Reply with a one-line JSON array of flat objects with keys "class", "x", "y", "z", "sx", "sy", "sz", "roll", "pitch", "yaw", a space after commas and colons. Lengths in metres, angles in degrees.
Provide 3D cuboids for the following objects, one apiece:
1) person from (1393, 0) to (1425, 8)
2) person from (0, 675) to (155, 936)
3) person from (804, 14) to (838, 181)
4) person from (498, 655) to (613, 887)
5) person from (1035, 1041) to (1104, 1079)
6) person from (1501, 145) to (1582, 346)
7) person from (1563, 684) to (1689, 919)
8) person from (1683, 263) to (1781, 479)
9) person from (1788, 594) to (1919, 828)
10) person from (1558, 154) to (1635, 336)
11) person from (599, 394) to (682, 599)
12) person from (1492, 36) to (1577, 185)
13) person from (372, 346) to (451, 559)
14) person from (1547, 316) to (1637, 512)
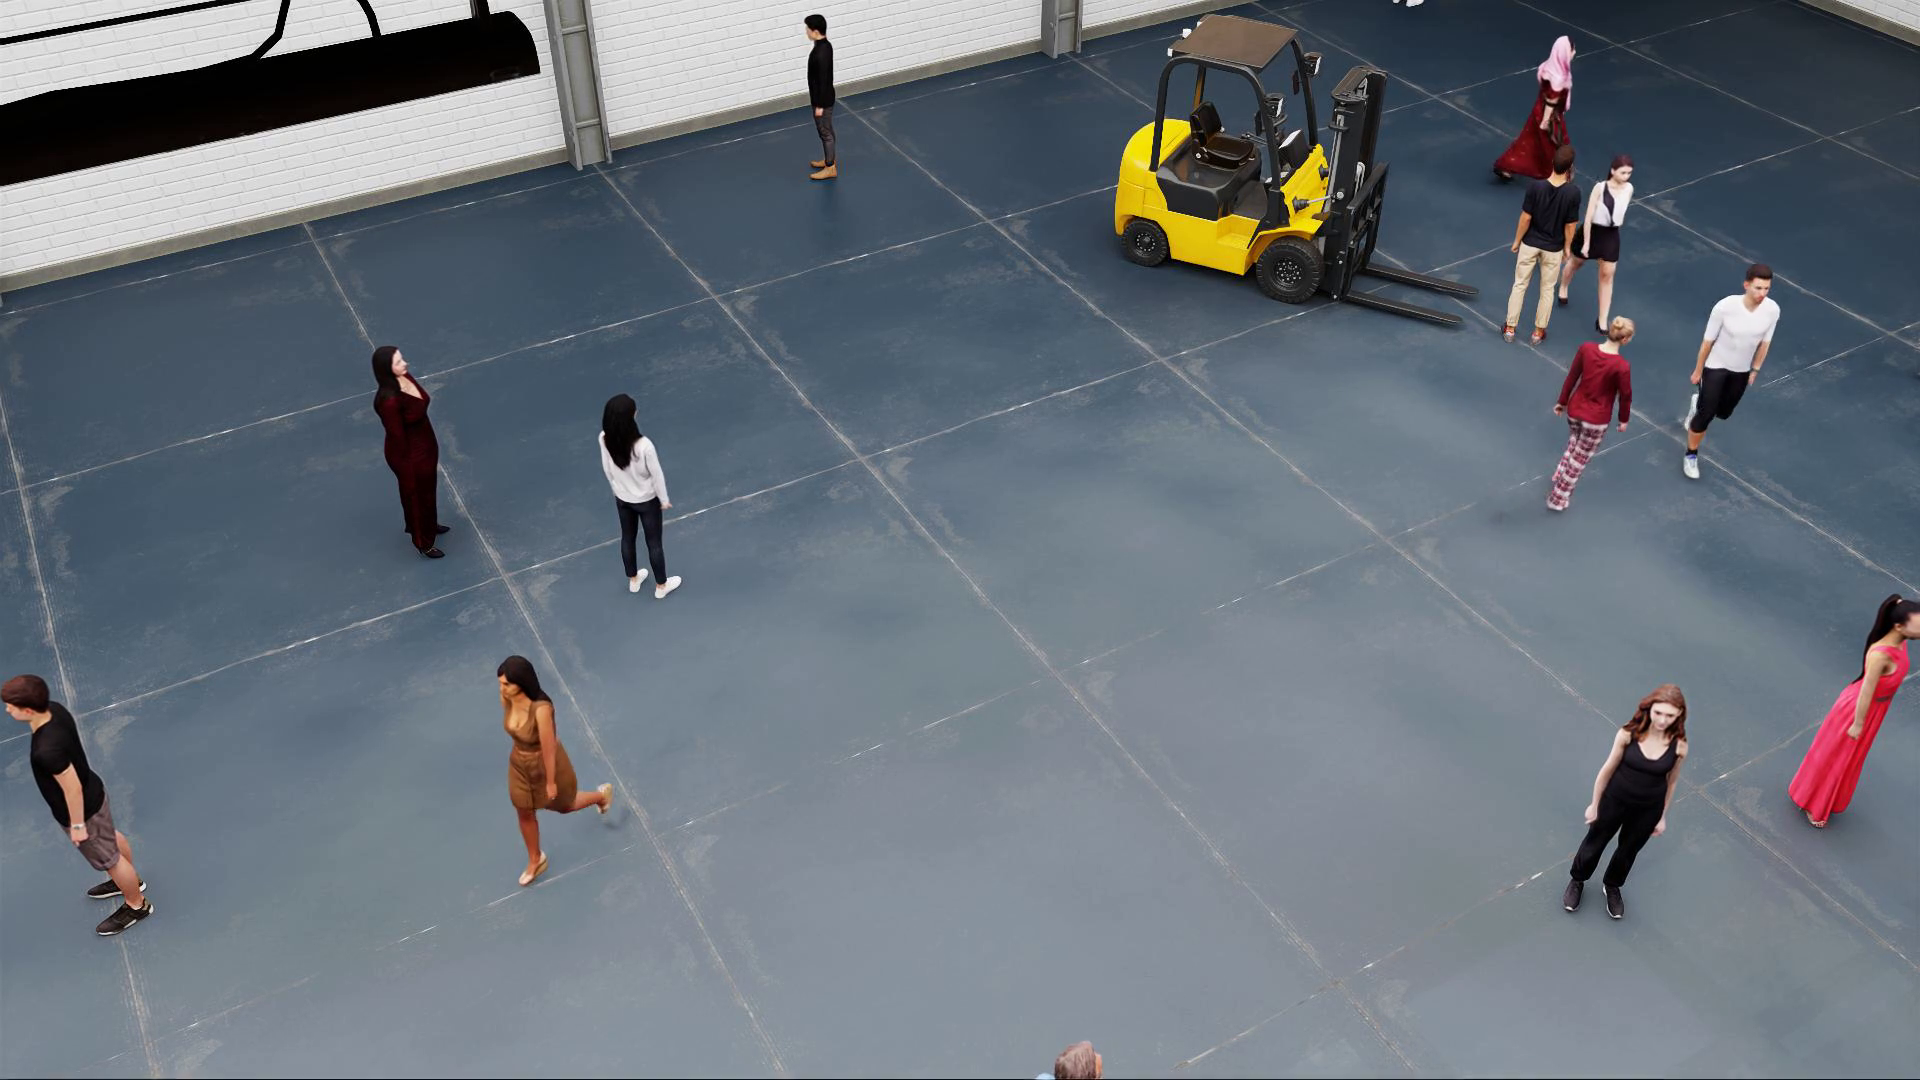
[{"class": "person", "x": 5.722, "y": -7.628, "z": 20.896, "sx": 0.582, "sy": 1.774, "sz": 0.631, "roll": -29, "pitch": 47, "yaw": -31}, {"class": "person", "x": -4.997, "y": 1.472, "z": 9.432, "sx": 0.557, "sy": 1.861, "sz": 0.685, "roll": -19, "pitch": 42, "yaw": -22}, {"class": "person", "x": -1.416, "y": -4.573, "z": 17.114, "sx": 0.717, "sy": 1.722, "sz": 0.726, "roll": 0, "pitch": 39, "yaw": 0}, {"class": "person", "x": -2.409, "y": 1.303, "z": 9.802, "sx": 0.884, "sy": 1.664, "sz": 1.075, "roll": 20, "pitch": 43, "yaw": 24}, {"class": "person", "x": 0.512, "y": 2.906, "z": 7.670, "sx": 0.717, "sy": 1.820, "sz": 0.681, "roll": 30, "pitch": 47, "yaw": 32}, {"class": "person", "x": 5.074, "y": -2.559, "z": 14.481, "sx": 0.709, "sy": 1.859, "sz": 0.750, "roll": 13, "pitch": 40, "yaw": 15}, {"class": "person", "x": 3.836, "y": 1.482, "z": 9.511, "sx": 0.658, "sy": 1.747, "sz": 0.725, "roll": 8, "pitch": 39, "yaw": 10}, {"class": "person", "x": 5.989, "y": -1.400, "z": 13.056, "sx": 1.041, "sy": 1.827, "sz": 1.049, "roll": 5, "pitch": 39, "yaw": 6}, {"class": "person", "x": 5.464, "y": 1.034, "z": 10.088, "sx": 0.740, "sy": 1.727, "sz": 0.605, "roll": 30, "pitch": 48, "yaw": 32}, {"class": "person", "x": 5.649, "y": -2.705, "z": 14.875, "sx": 1.110, "sy": 1.595, "sz": 0.935, "roll": -4, "pitch": 39, "yaw": -5}, {"class": "person", "x": -2.300, "y": -0.313, "z": 11.797, "sx": 0.710, "sy": 1.700, "sz": 0.749, "roll": 14, "pitch": 41, "yaw": 17}, {"class": "person", "x": 5.895, "y": -4.328, "z": 16.903, "sx": 1.150, "sy": 1.601, "sz": 1.023, "roll": 5, "pitch": 39, "yaw": 6}, {"class": "person", "x": -4.034, "y": -0.662, "z": 12.188, "sx": 0.742, "sy": 1.757, "sz": 0.747, "roll": -3, "pitch": 39, "yaw": -4}, {"class": "person", "x": 4.709, "y": -0.932, "z": 12.583, "sx": 0.728, "sy": 1.686, "sz": 0.696, "roll": -25, "pitch": 45, "yaw": -28}]
